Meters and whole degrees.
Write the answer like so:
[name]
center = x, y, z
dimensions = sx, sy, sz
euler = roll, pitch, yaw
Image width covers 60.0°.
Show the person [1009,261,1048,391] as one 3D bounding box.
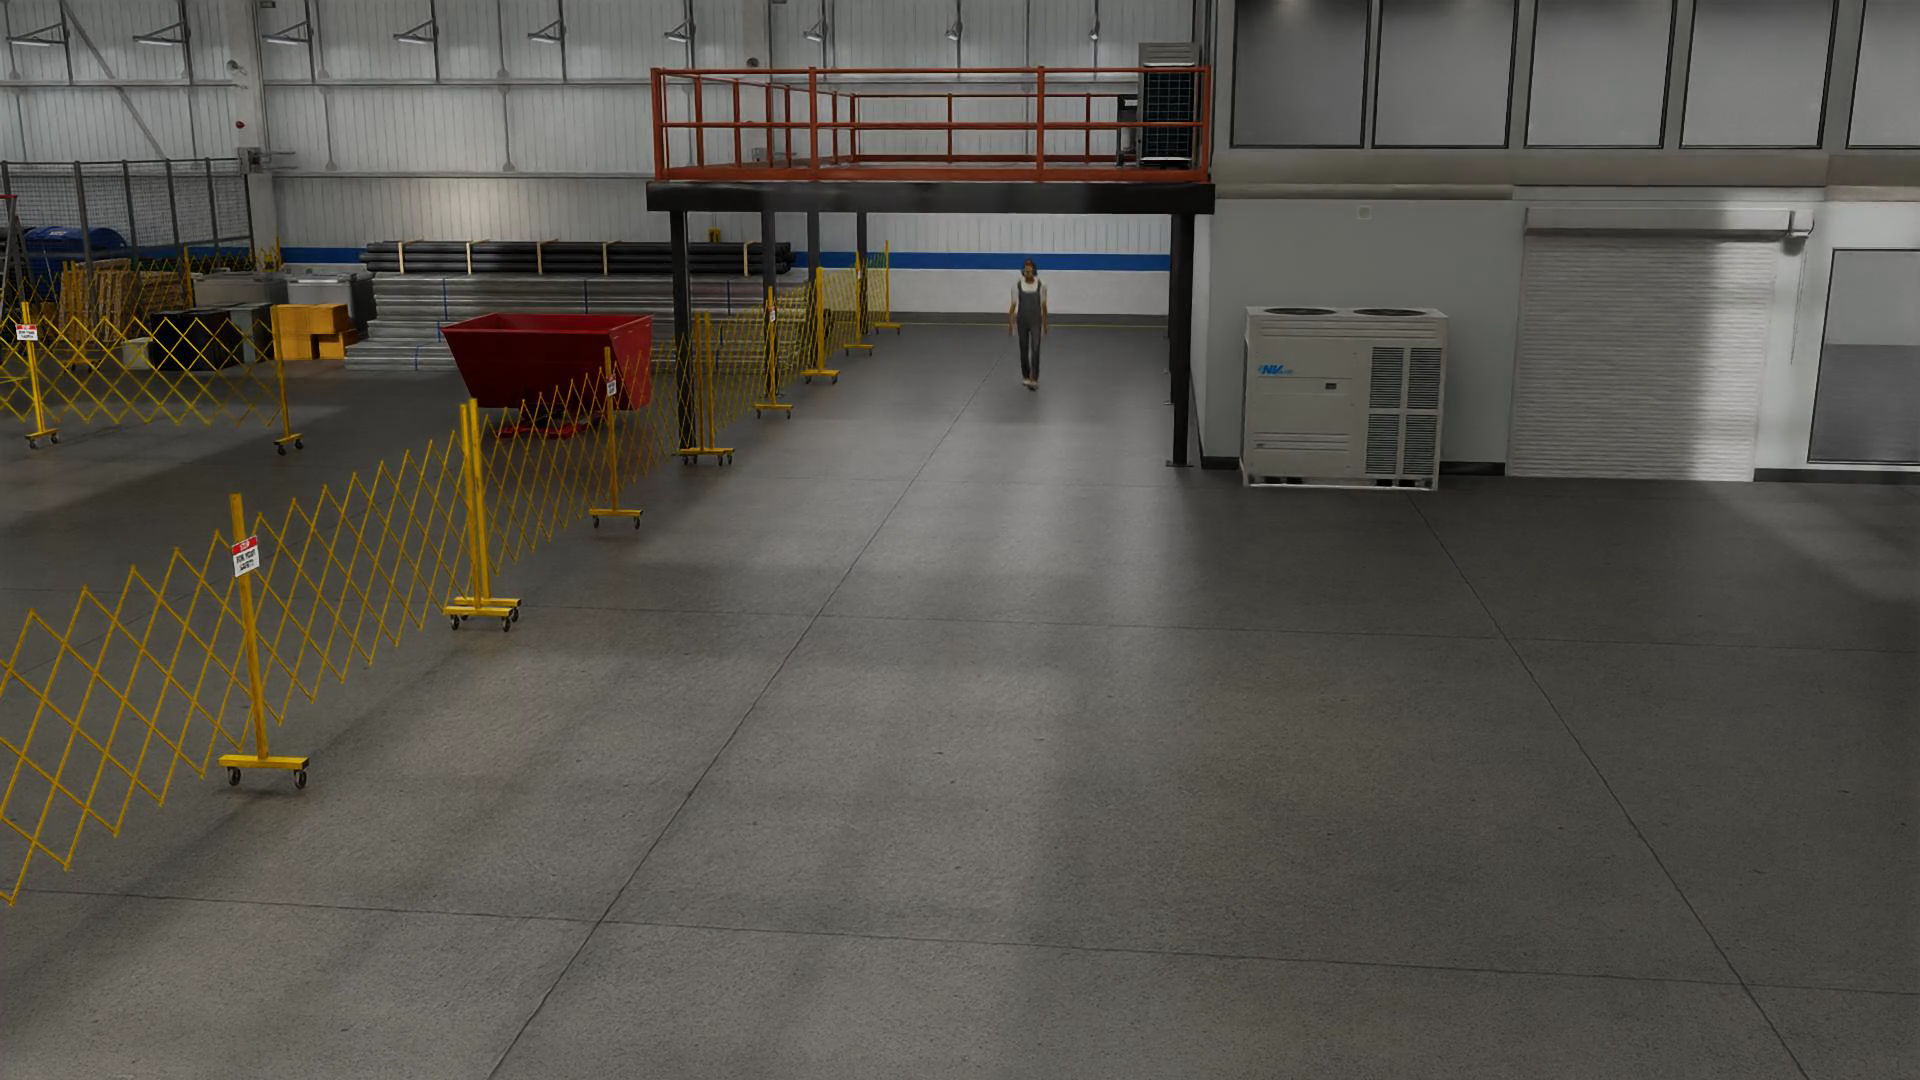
[person]
center = 0.958, -3.020, 23.415
dimensions = 0.538, 1.792, 0.983
euler = 1, 14, 5
